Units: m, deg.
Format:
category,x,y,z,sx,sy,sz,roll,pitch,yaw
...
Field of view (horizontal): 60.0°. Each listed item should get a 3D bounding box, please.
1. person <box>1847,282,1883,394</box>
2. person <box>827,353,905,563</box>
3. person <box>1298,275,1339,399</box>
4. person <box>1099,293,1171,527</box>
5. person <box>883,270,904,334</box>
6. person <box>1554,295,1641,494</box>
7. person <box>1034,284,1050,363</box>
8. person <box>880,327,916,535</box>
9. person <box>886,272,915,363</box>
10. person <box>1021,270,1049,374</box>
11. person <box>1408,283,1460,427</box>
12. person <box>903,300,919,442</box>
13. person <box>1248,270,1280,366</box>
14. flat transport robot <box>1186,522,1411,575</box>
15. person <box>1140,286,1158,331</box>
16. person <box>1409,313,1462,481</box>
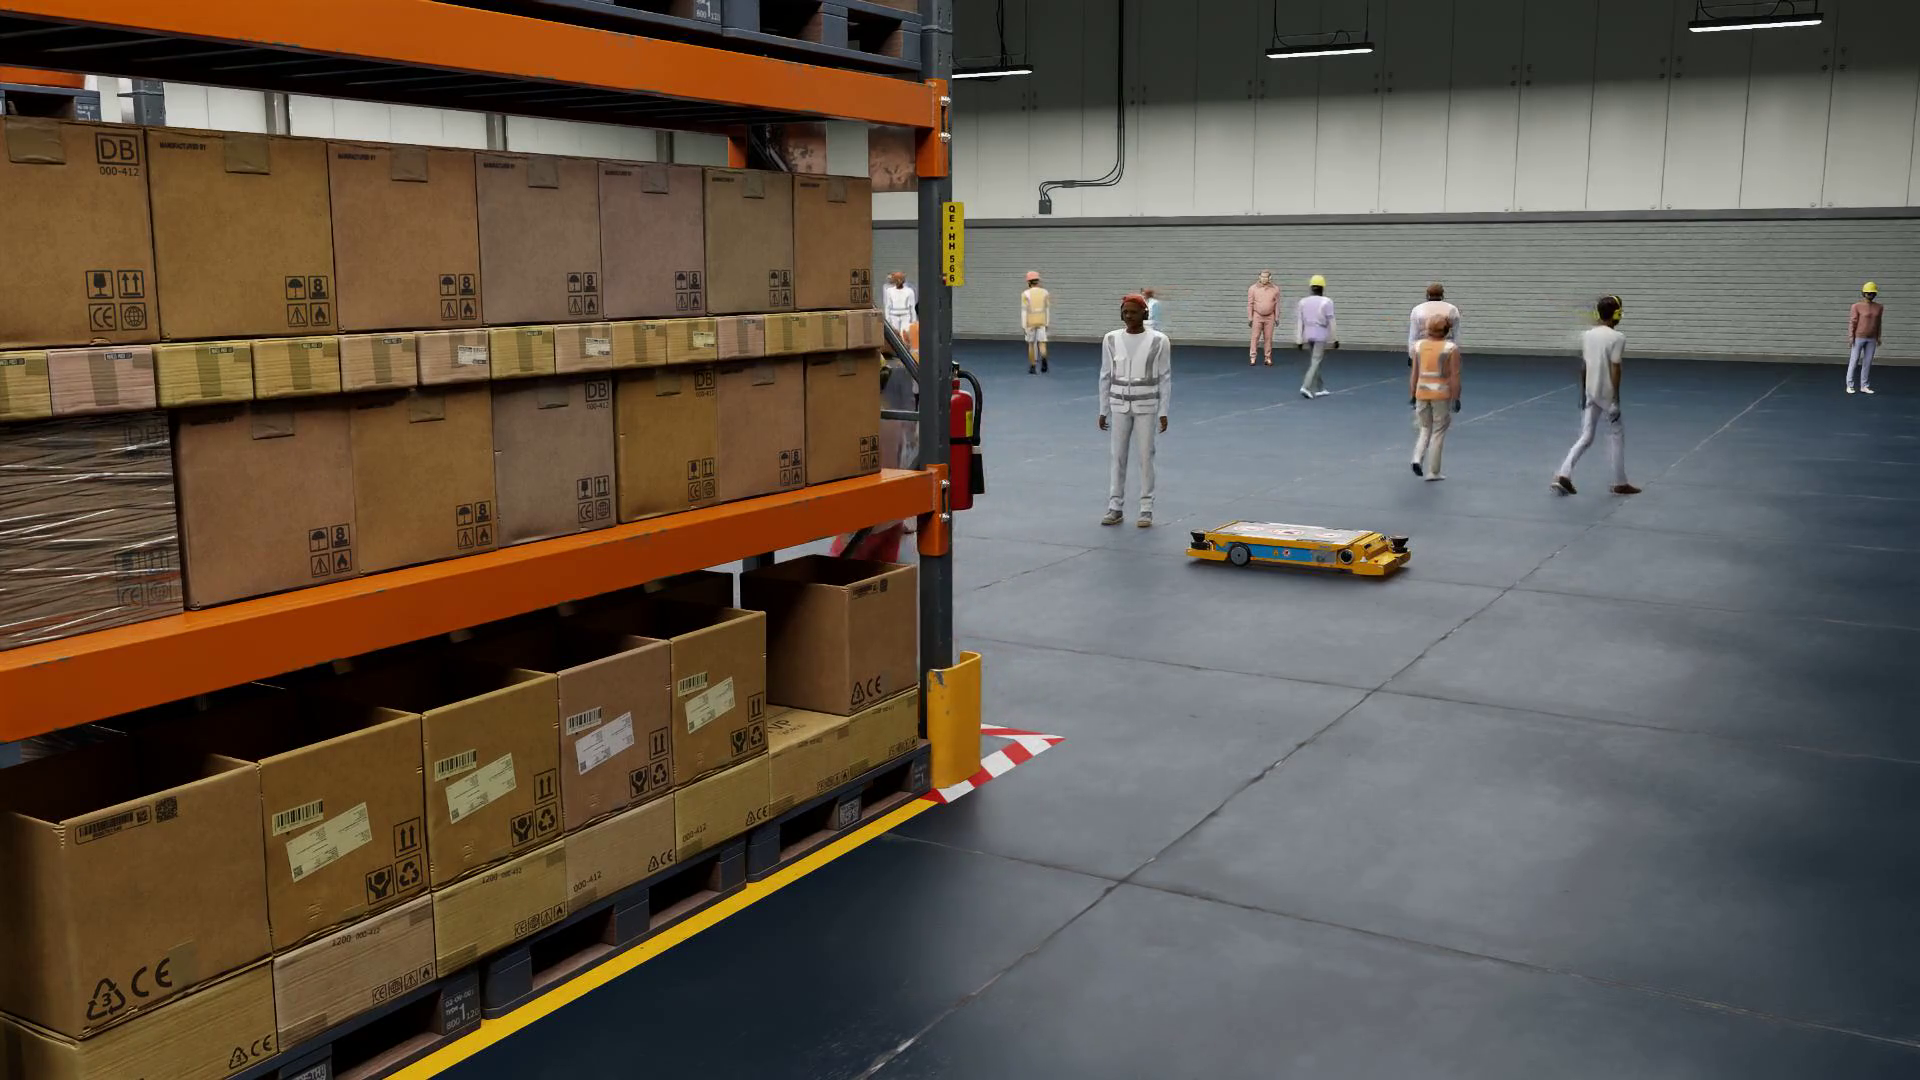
category,x,y,z,sx,sy,sz,roll,pitch,yaw
person,14.359,-3.197,26.363,0.534,1.767,0.320,-1,10,-4
person,-0.476,-0.070,8.083,0.428,1.751,0.562,5,11,26
person,5.474,-3.126,25.587,0.925,1.892,0.598,-8,13,-40
person,1.403,-1.045,13.418,0.581,1.882,0.339,4,10,21
person,-1.526,-5.330,38.577,0.654,1.864,1.005,7,12,34
person,5.835,-1.311,15.124,0.868,1.838,0.548,-4,11,-23
person,1.588,-4.432,34.049,0.502,1.613,0.620,0,10,-1
person,-0.566,-0.846,13.022,0.518,1.625,0.298,5,11,29
person,-1.172,-4.406,33.141,0.610,1.866,0.547,2,10,10
person,1.394,-3.984,30.532,0.569,1.914,0.549,-3,10,-16
person,6.022,-2.350,21.185,0.634,1.839,0.429,1,10,5
person,-0.437,-1.982,19.476,0.570,1.693,0.327,5,11,27
person,6.048,-4.418,33.107,0.643,1.905,0.399,0,10,-2
flat transport robot,2.392,0.041,11.772,1.431,0.197,0.652,6,11,30
person,3.442,-3.876,30.725,0.371,1.625,0.548,-6,11,-32
person,4.615,-1.376,16.104,0.375,1.624,0.536,-8,13,-41
